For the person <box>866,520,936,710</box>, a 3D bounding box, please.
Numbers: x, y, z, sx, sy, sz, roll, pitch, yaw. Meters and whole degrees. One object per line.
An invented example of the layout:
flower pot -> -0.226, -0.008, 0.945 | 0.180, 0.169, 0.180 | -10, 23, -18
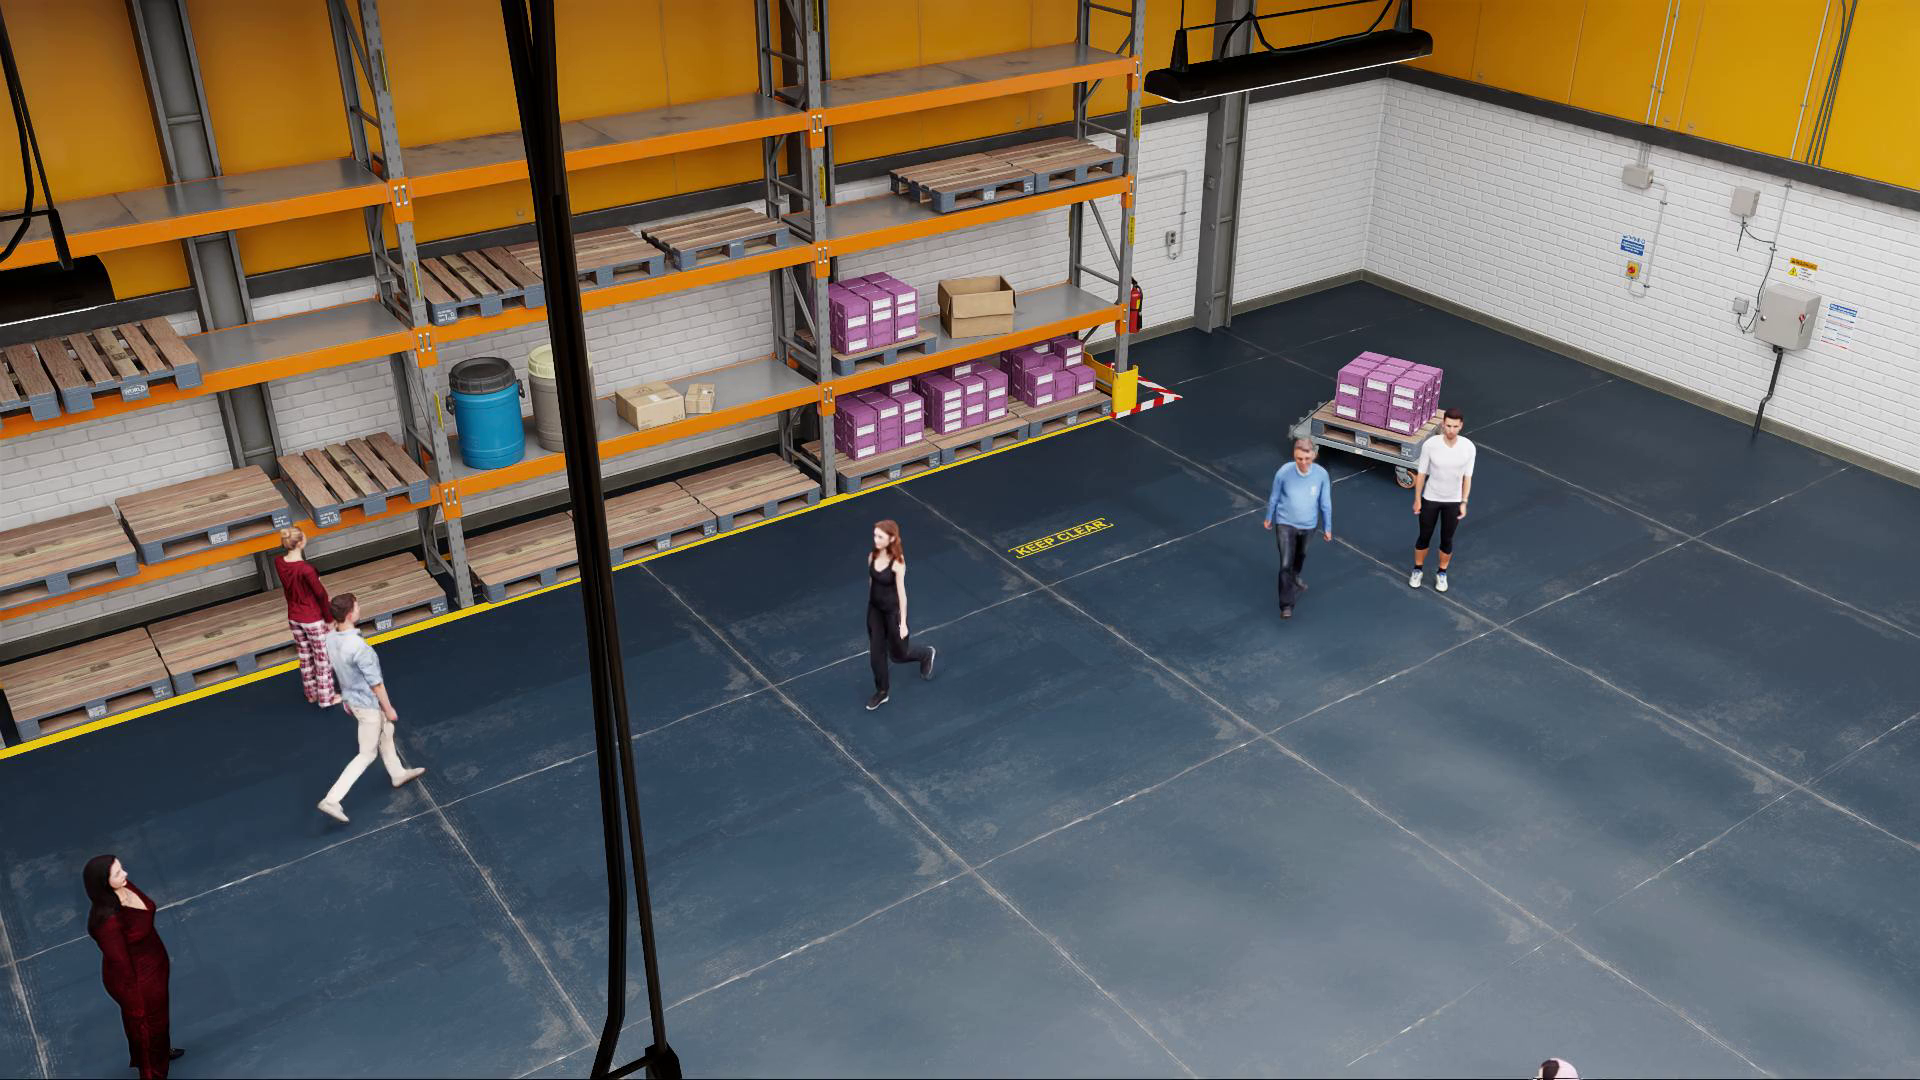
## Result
person -> -0.531, 0.577, 13.992 | 0.775, 1.730, 1.072 | 22, 35, 34

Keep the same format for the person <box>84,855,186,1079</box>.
person -> -5.064, 2.634, 10.192 | 0.699, 1.757, 0.732 | -9, 30, -17

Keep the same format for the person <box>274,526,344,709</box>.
person -> -5.469, 0.632, 13.923 | 0.686, 1.699, 0.698 | 11, 31, 20

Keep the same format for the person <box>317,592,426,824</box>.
person -> -4.596, 1.281, 12.609 | 1.193, 1.818, 0.759 | -24, 37, -37

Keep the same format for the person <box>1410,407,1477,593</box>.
person -> 4.546, -0.400, 15.659 | 0.736, 1.848, 0.793 | 5, 29, 10

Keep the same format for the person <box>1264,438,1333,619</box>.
person -> 3.117, -0.186, 15.386 | 1.308, 1.733, 1.272 | -2, 29, -3
